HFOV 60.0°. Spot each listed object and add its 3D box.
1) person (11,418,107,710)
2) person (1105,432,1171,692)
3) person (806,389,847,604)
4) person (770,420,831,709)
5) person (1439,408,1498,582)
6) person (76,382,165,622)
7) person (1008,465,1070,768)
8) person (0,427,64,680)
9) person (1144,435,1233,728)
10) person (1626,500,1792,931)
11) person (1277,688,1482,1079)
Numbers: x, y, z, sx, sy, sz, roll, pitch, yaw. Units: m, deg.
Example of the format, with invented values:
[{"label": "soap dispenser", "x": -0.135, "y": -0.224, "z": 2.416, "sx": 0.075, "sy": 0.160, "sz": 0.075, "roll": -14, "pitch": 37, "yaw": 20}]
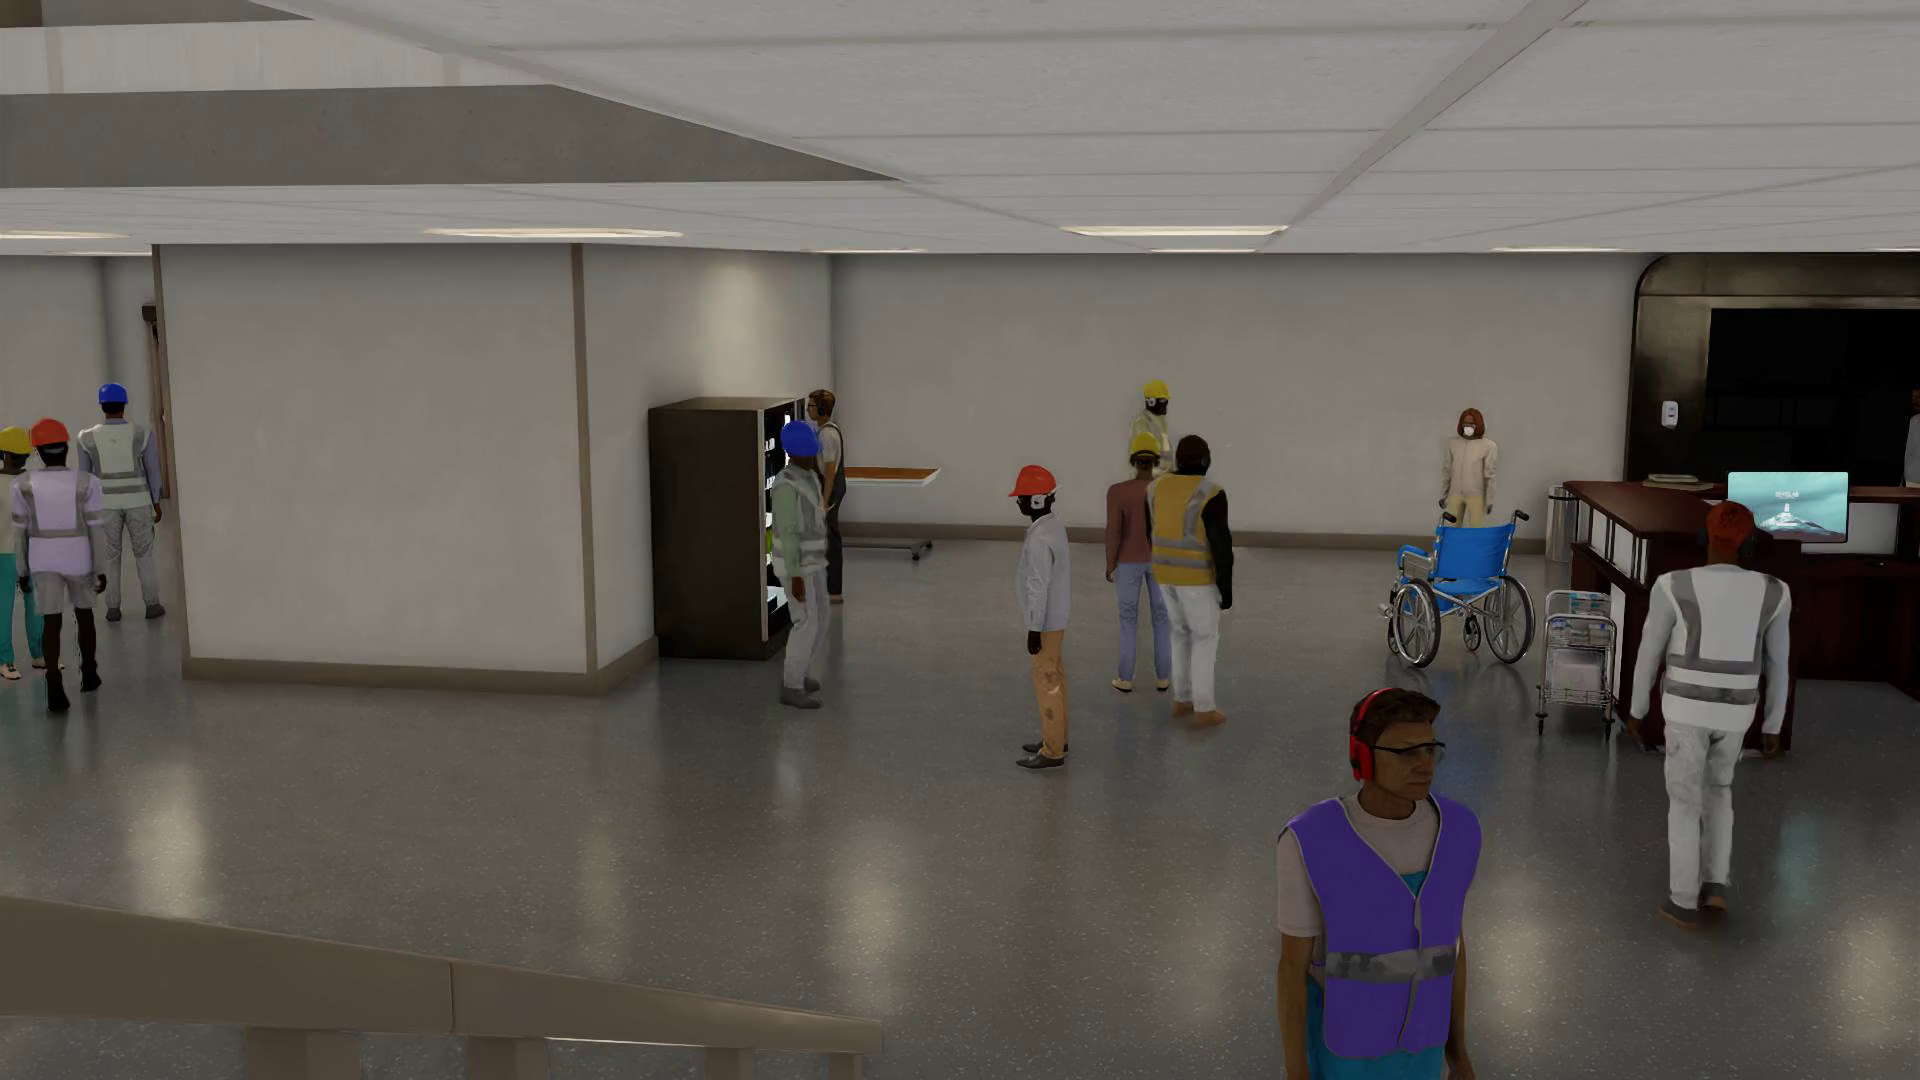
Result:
[{"label": "person", "x": -5.902, "y": 0.144, "z": 10.919, "sx": 0.549, "sy": 1.897, "sz": 0.963, "roll": -3, "pitch": 10, "yaw": -20}, {"label": "person", "x": 1.238, "y": 0.153, "z": 11.249, "sx": 0.530, "sy": 1.768, "sz": 0.312, "roll": -1, "pitch": 9, "yaw": -5}, {"label": "person", "x": -1.146, "y": -0.368, "z": 14.207, "sx": 0.350, "sy": 1.846, "sz": 0.506, "roll": 0, "pitch": 9, "yaw": -2}, {"label": "person", "x": -1.048, "y": 0.159, "z": 10.823, "sx": 0.424, "sy": 1.901, "sz": 0.739, "roll": 2, "pitch": 9, "yaw": 11}, {"label": "person", "x": 4.568, "y": -0.379, "z": 14.963, "sx": 0.508, "sy": 1.628, "sz": 0.287, "roll": 8, "pitch": 12, "yaw": 40}, {"label": "person", "x": -6.808, "y": -0.306, "z": 13.520, "sx": 0.602, "sy": 1.946, "sz": 0.393, "roll": -3, "pitch": 10, "yaw": -20}, {"label": "person", "x": 0.451, "y": 0.435, "z": 9.582, "sx": 0.361, "sy": 1.742, "sz": 0.563, "roll": 2, "pitch": 9, "yaw": 10}, {"label": "person", "x": -6.603, "y": 0.083, "z": 11.687, "sx": 0.317, "sy": 1.765, "sz": 0.522, "roll": 5, "pitch": 10, "yaw": 27}, {"label": "person", "x": 1.443, "y": 0.251, "z": 10.517, "sx": 0.431, "sy": 1.809, "sz": 0.678, "roll": -7, "pitch": 12, "yaw": -38}, {"label": "person", "x": 3.232, "y": 0.753, "z": 7.217, "sx": 0.597, "sy": 1.867, "sz": 0.435, "roll": 1, "pitch": 9, "yaw": 3}, {"label": "person", "x": 1.030, "y": 1.263, "z": 4.146, "sx": 0.566, "sy": 1.850, "sz": 0.389, "roll": -4, "pitch": 10, "yaw": -24}]
